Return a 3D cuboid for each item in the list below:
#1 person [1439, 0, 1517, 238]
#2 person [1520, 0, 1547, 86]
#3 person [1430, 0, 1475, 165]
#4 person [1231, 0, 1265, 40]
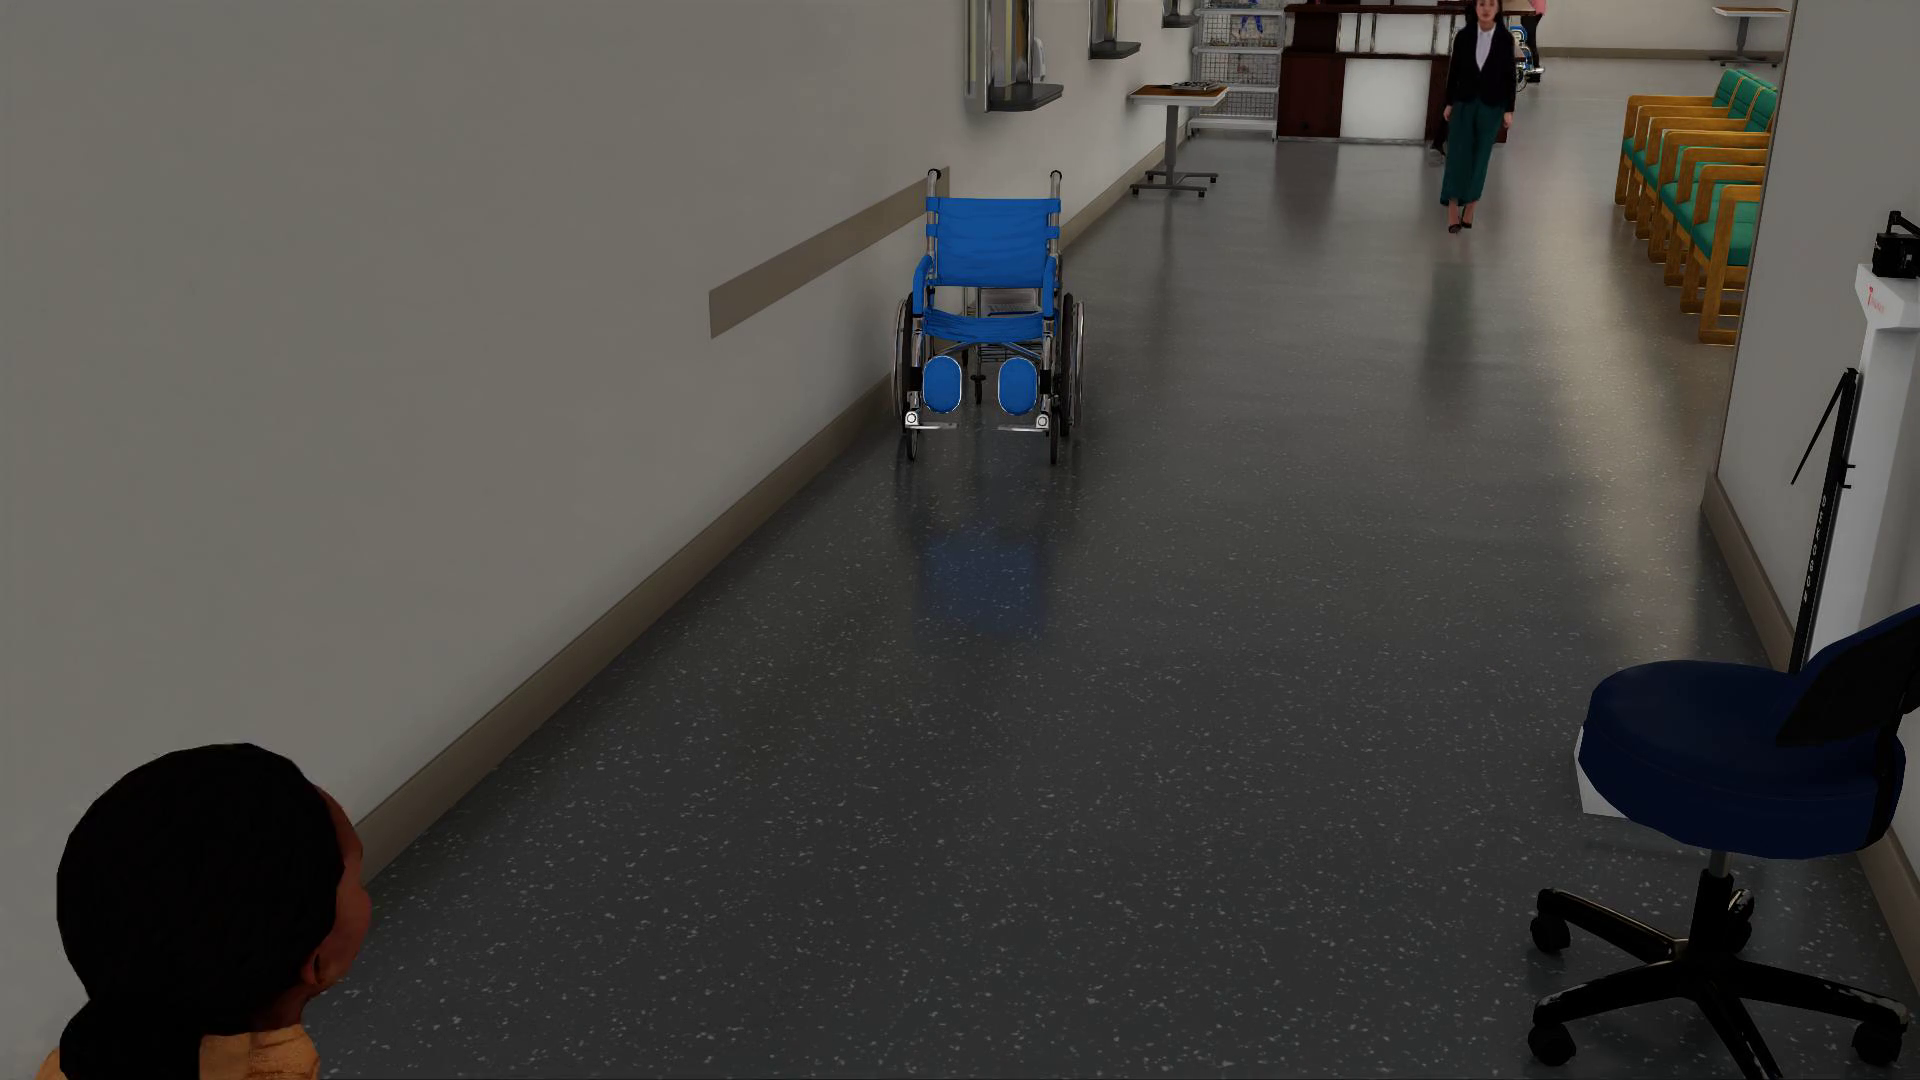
[{"bbox_3d":[3.692,-3.025,11.889,0.989,1.694,0.673,6,21,14],"label":"person"},{"bbox_3d":[7.677,-7.040,22.165,0.904,1.924,0.956,-12,24,-29],"label":"person"},{"bbox_3d":[4.622,-4.201,15.350,0.991,1.441,0.982,-16,26,-36],"label":"person"},{"bbox_3d":[5.328,-9.903,30.009,1.187,1.723,1.114,-11,23,-27],"label":"person"}]
